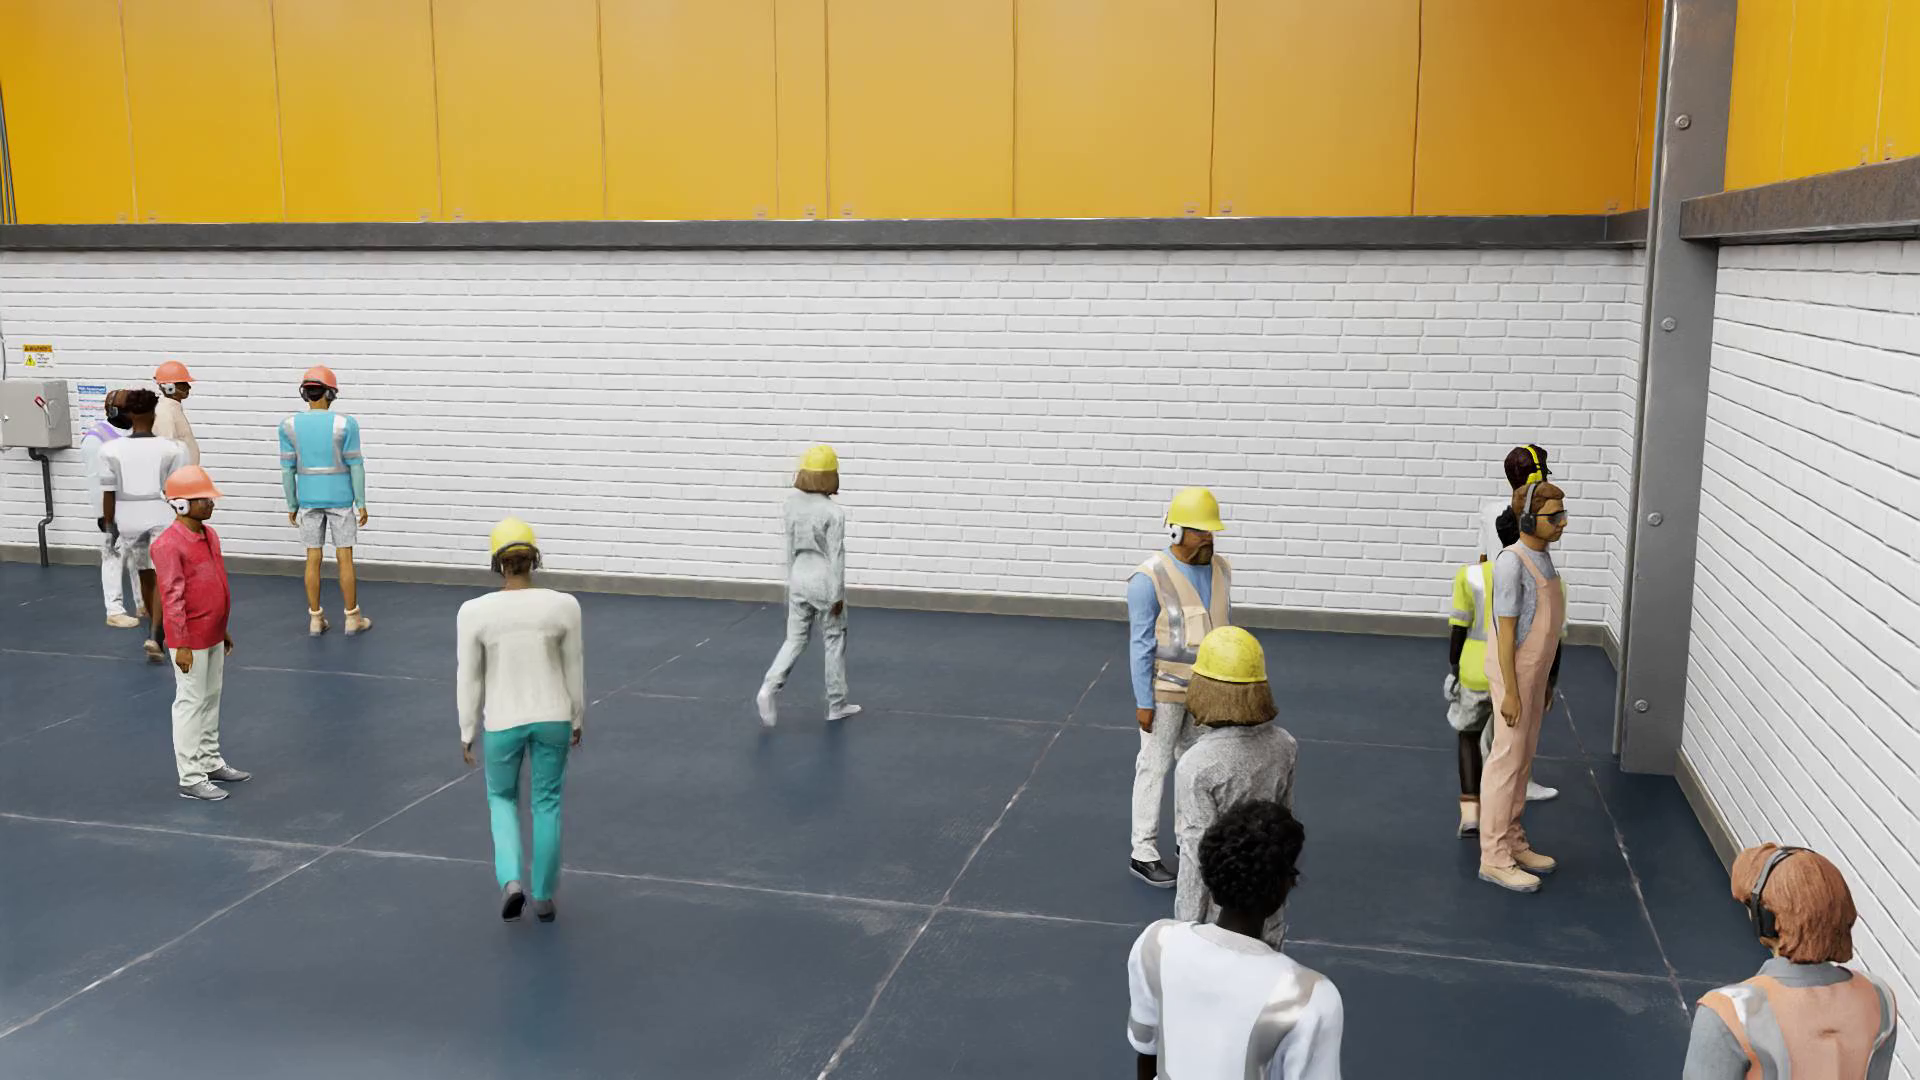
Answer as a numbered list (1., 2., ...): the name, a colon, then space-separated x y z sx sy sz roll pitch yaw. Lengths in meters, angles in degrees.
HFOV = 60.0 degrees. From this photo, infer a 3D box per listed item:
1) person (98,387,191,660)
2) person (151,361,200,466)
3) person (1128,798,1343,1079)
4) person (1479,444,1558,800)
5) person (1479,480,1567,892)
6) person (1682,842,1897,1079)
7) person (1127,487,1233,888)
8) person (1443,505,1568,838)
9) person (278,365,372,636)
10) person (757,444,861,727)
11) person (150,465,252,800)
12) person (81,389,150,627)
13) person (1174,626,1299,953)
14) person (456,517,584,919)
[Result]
1. person: -5.776 -0.126 11.862 0.615 1.928 0.977 -2 10 -14
2. person: -6.439 -0.477 13.712 0.378 1.996 0.611 -4 10 -23
3. person: 0.589 1.390 3.627 0.540 1.690 0.319 9 13 43
4. person: 2.930 0.429 8.743 0.328 1.873 0.521 -4 11 -24
5. person: 2.564 0.646 7.543 0.344 1.847 0.504 7 12 35
6. person: 1.715 1.438 3.507 0.529 1.630 0.320 -4 10 -20
7. person: 1.017 0.658 7.552 0.591 1.823 0.405 -7 12 -37
8. person: 2.592 0.666 7.919 0.552 1.671 0.384 3 10 15
9. person: -4.760 -0.291 12.507 0.605 2.034 0.392 0 10 -3
10. person: -0.900 0.281 10.032 0.489 1.721 0.719 6 11 32
11. person: -4.010 0.480 8.781 0.320 1.755 0.563 0 10 -2
12. person: -6.440 -0.250 12.866 0.429 1.835 0.629 3 10 17
13. person: 0.809 1.119 5.057 0.492 1.742 0.318 -8 12 -39
14. person: -1.861 0.778 7.100 0.529 1.741 0.489 -3 10 -17
